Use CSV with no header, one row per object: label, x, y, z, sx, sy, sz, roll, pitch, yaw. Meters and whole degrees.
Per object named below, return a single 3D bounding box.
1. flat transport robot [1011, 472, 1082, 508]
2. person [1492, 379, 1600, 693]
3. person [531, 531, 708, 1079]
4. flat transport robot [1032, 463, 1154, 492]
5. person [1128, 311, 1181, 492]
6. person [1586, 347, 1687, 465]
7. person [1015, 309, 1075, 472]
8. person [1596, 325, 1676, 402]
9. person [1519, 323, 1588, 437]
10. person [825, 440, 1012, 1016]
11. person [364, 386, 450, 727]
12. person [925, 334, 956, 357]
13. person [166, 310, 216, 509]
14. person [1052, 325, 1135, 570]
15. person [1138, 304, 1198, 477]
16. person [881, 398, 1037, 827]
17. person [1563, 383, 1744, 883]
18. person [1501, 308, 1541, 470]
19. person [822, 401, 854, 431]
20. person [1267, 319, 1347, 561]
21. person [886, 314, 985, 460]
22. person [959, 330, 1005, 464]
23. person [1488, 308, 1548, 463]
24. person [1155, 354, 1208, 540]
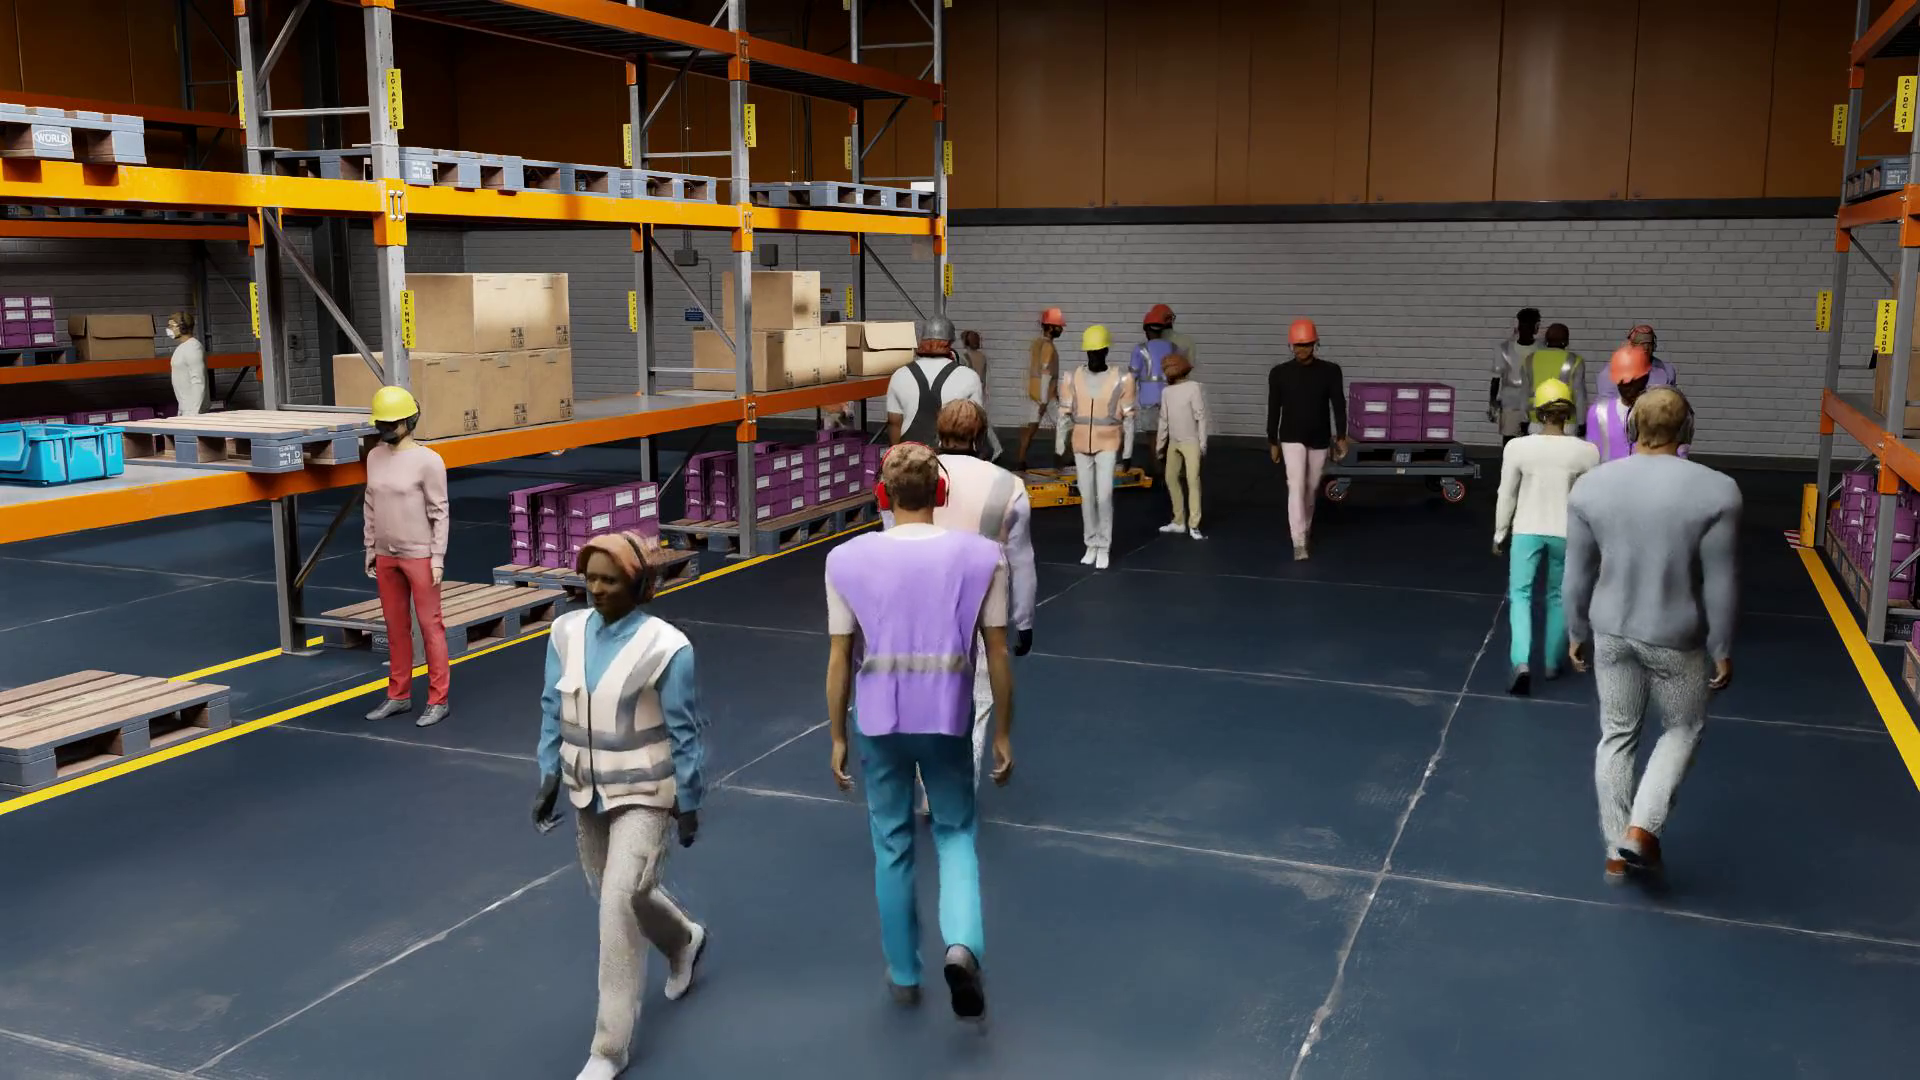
flat transport robot,0.610,-0.522,16.756,0.652,0.197,1.431,-6,11,-31
person,3.276,-0.016,9.294,0.561,1.771,0.644,2,10,14
person,-0.980,0.751,4.999,0.514,1.607,0.769,5,11,29
flat transport robot,1.348,-0.648,17.521,1.431,0.197,0.652,-6,11,-31
person,2.041,-1.482,17.713,0.632,1.868,0.981,-3,10,-19
person,4.070,-0.218,10.043,0.634,1.872,0.946,4,10,23
person,1.024,-1.614,18.479,0.959,1.883,0.549,-3,10,-17
person,5.448,-0.778,13.400,0.636,1.900,0.404,0,9,-2
person,5.680,-1.162,15.921,0.609,1.830,0.649,-9,13,-44
person,-0.121,0.615,5.175,0.582,1.822,0.599,-1,9,-7
person,-2.867,0.085,8.573,0.526,1.764,0.325,4,10,24
person,-0.206,-1.646,19.063,0.329,1.763,0.523,-7,11,-35
person,-7.465,-1.255,16.155,0.354,1.937,0.635,-6,11,-32
person,1.042,-0.719,13.027,0.606,1.904,0.684,4,10,21
person,2.265,-1.610,18.285,0.629,1.941,0.951,-1,9,-6
person,0.005,0.316,6.982,0.651,1.821,0.649,2,10,10
person,2.614,0.372,6.327,0.653,1.927,0.431,7,12,37
person,6.274,-1.624,18.497,0.403,1.904,0.652,0,9,3
person,-1.277,-1.406,18.031,0.543,1.619,0.526,-6,11,-31
person,2.840,-0.848,13.705,0.615,1.948,1.041,1,9,4
person,-0.146,-0.582,11.766,0.688,2.000,0.536,2,10,12
person,0.182,-1.708,19.878,0.813,1.604,0.520,8,13,41
person,5.698,-1.374,16.884,0.627,1.933,0.817,2,10,14
person,1.949,-0.814,14.513,0.314,1.600,0.602,-6,11,-34
